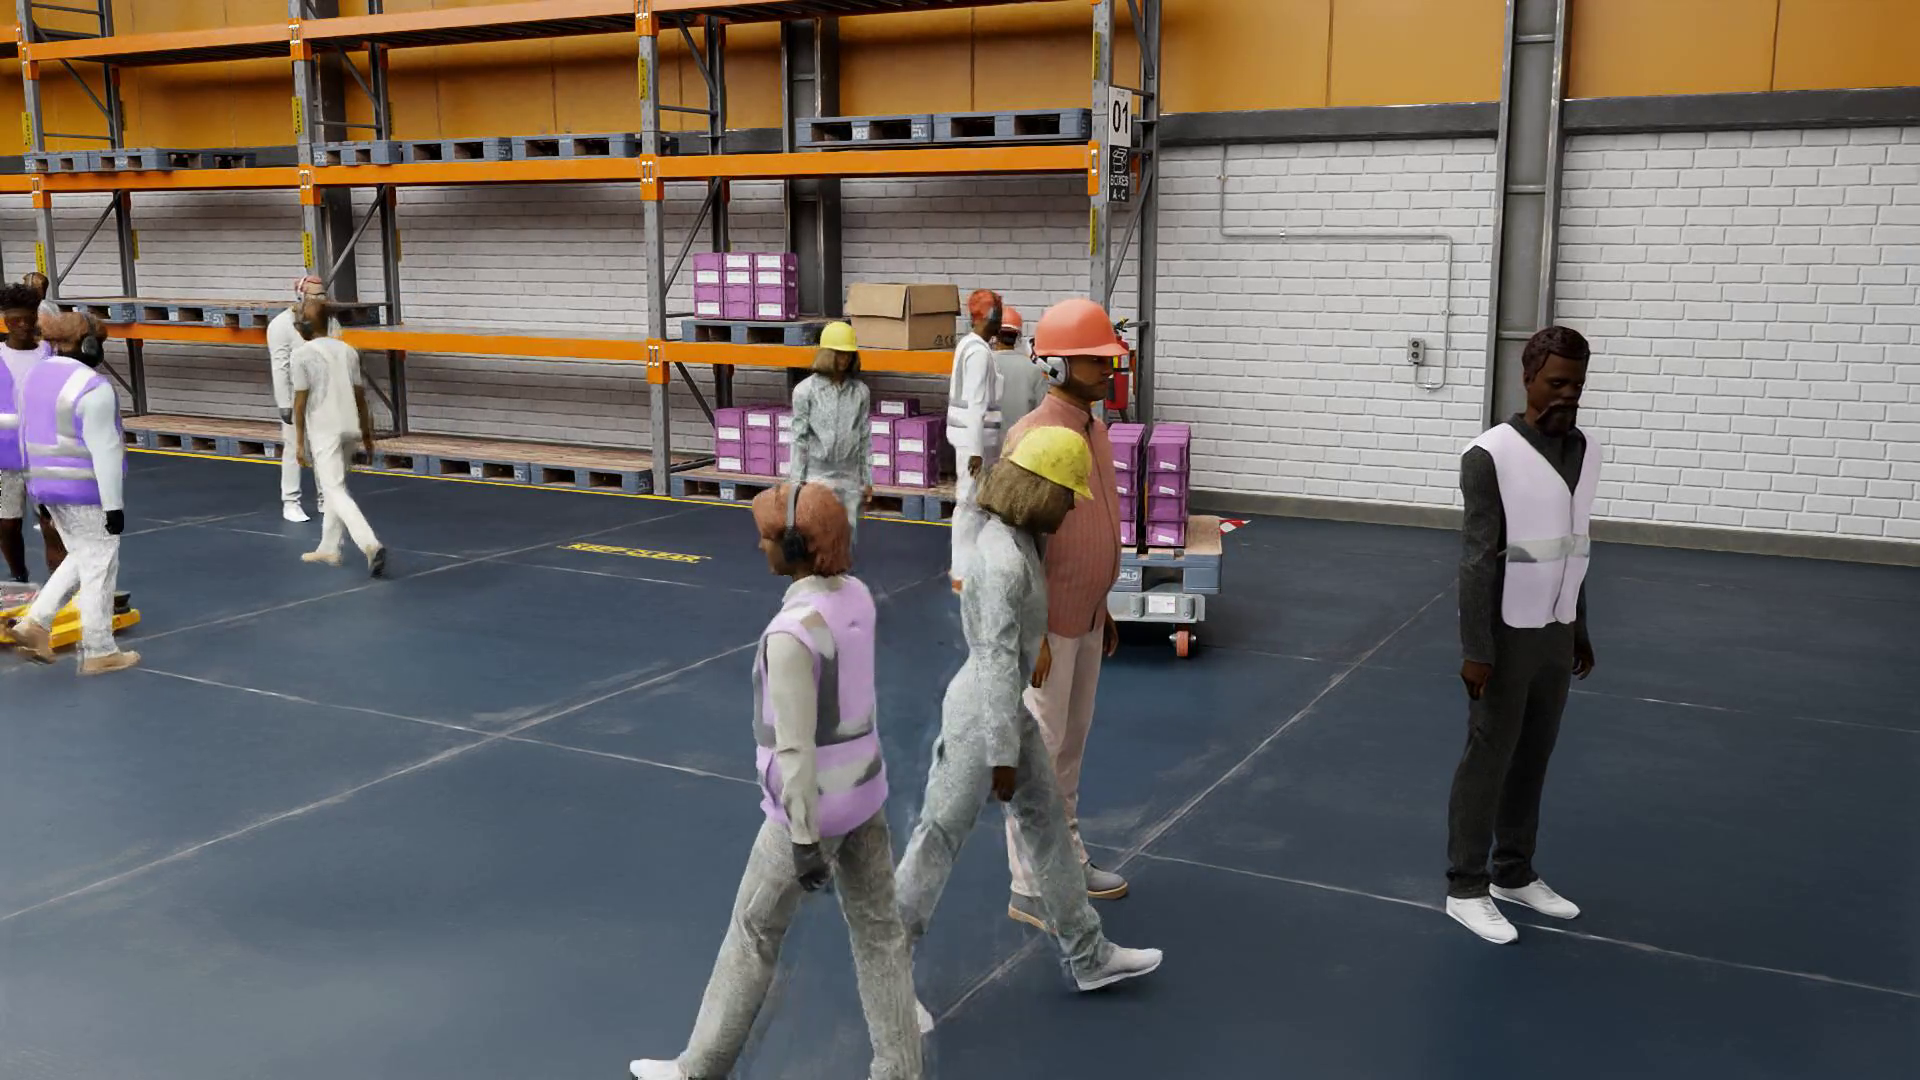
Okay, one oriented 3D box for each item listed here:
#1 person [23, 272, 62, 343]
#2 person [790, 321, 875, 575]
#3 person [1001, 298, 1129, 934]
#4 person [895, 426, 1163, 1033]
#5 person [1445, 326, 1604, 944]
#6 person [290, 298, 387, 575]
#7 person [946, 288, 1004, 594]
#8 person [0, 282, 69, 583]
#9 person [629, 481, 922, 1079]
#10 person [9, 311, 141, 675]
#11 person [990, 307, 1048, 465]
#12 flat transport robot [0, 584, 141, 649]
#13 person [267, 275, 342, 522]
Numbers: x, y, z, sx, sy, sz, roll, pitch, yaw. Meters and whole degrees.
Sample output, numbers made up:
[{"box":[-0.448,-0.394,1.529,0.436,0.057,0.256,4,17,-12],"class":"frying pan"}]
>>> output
[{"box":[-8.923,-1.684,16.240,0.351,1.847,0.507,0,10,-3],"class":"person"},{"box":[-0.679,-0.328,9.127,0.503,1.730,0.374,-7,13,-35],"class":"person"},{"box":[0.344,0.234,5.315,0.379,1.996,0.610,5,12,26],"class":"person"},{"box":[0.163,0.522,4.632,0.906,1.662,0.567,1,10,8],"class":"person"},{"box":[1.774,0.286,5.250,0.597,1.914,0.370,-7,13,-35],"class":"person"},{"box":[-4.032,-0.673,10.846,0.882,1.805,0.560,6,12,29],"class":"person"},{"box":[0.094,-0.602,10.240,0.360,1.873,0.638,0,10,-1],"class":"person"},{"box":[-5.252,-0.473,9.378,0.622,1.967,0.729,-4,11,-23],"class":"person"},{"box":[-0.434,0.649,4.111,0.790,1.603,0.528,4,11,21],"class":"person"},{"box":[-4.385,-0.212,8.235,0.655,1.821,0.515,6,12,30],"class":"person"},{"box":[0.271,-0.604,10.653,0.610,1.739,0.368,-2,11,-13],"class":"person"},{"box":[-5.356,0.395,9.163,1.431,0.197,0.652,3,11,15],"class":"flat transport robot"},{"box":[-5.003,-1.091,12.882,0.402,1.896,0.663,6,12,30],"class":"person"}]
